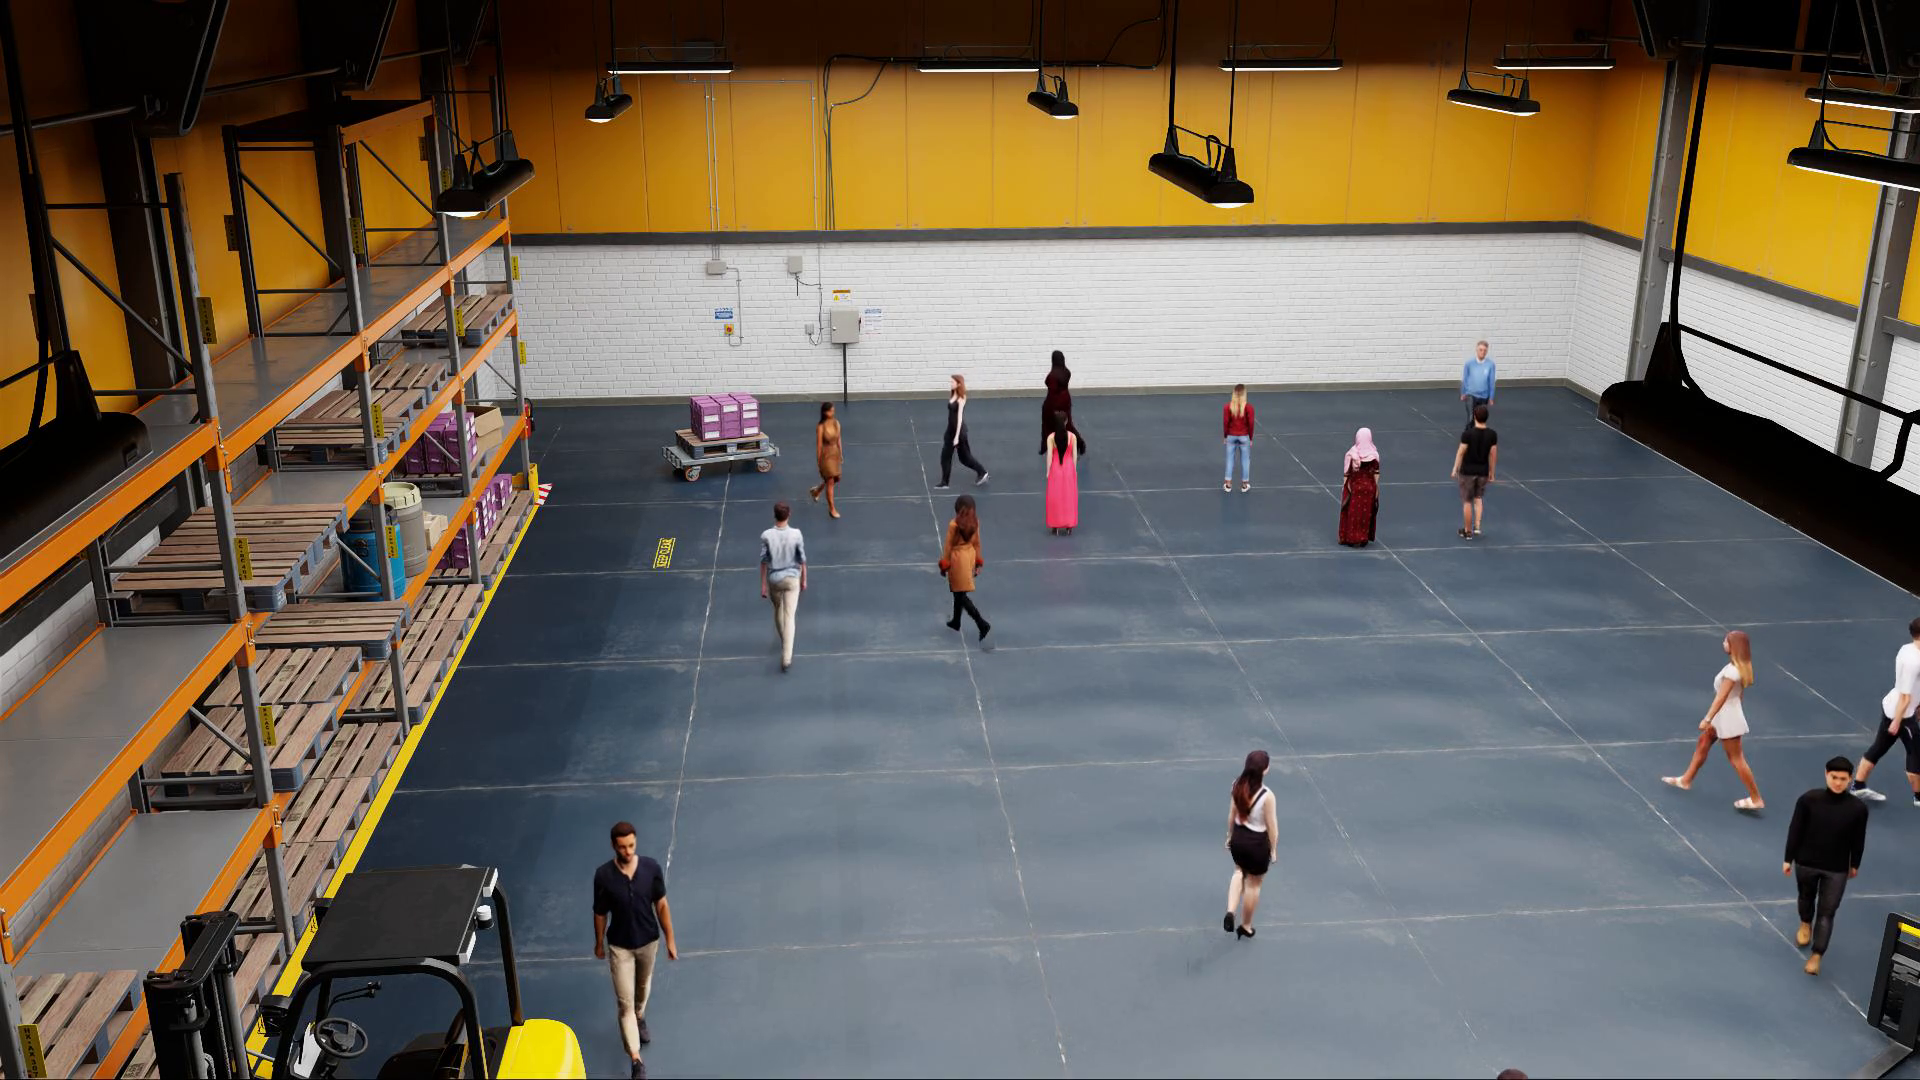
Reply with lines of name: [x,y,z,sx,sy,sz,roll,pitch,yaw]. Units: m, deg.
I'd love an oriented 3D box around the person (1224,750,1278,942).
person: [2.206,2.412,12.912,0.751,1.636,0.809,16,24,39]

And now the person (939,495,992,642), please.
person: [0.076,0.344,18.960,1.079,1.695,1.215,-15,24,-38]

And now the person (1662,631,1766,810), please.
person: [7.046,1.671,15.090,1.101,1.650,1.110,13,22,33]

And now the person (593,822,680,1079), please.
person: [-2.305,2.758,11.604,0.911,1.816,1.187,-8,20,-23]

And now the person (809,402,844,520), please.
person: [-1.902,-1.136,23.392,0.922,1.671,0.875,14,23,35]

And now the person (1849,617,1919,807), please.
person: [8.473,1.562,15.154,1.017,1.817,1.109,7,20,19]

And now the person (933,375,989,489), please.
person: [0.046,-1.595,24.685,0.991,1.717,1.122,-12,22,-32]

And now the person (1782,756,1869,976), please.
person: [6.633,2.429,12.787,1.066,1.684,1.184,12,22,31]

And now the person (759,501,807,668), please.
person: [-1.942,0.511,18.299,0.719,1.800,1.248,0,19,-1]

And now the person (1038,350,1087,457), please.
person: [1.628,-2.106,26.185,1.165,1.727,1.094,16,24,39]

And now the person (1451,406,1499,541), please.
person: [6.938,-0.881,22.352,0.676,1.852,0.596,-2,19,-6]

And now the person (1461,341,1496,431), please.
person: [8.339,-2.349,26.851,0.905,1.763,1.318,4,19,11]

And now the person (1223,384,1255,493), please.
person: [4.110,-1.515,24.578,0.663,1.634,0.625,4,19,12]

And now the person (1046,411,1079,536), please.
person: [1.390,-0.917,22.658,0.608,1.726,0.561,-2,19,-7]

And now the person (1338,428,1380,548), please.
person: [5.343,-0.708,22.176,0.712,1.637,0.672,2,19,7]
